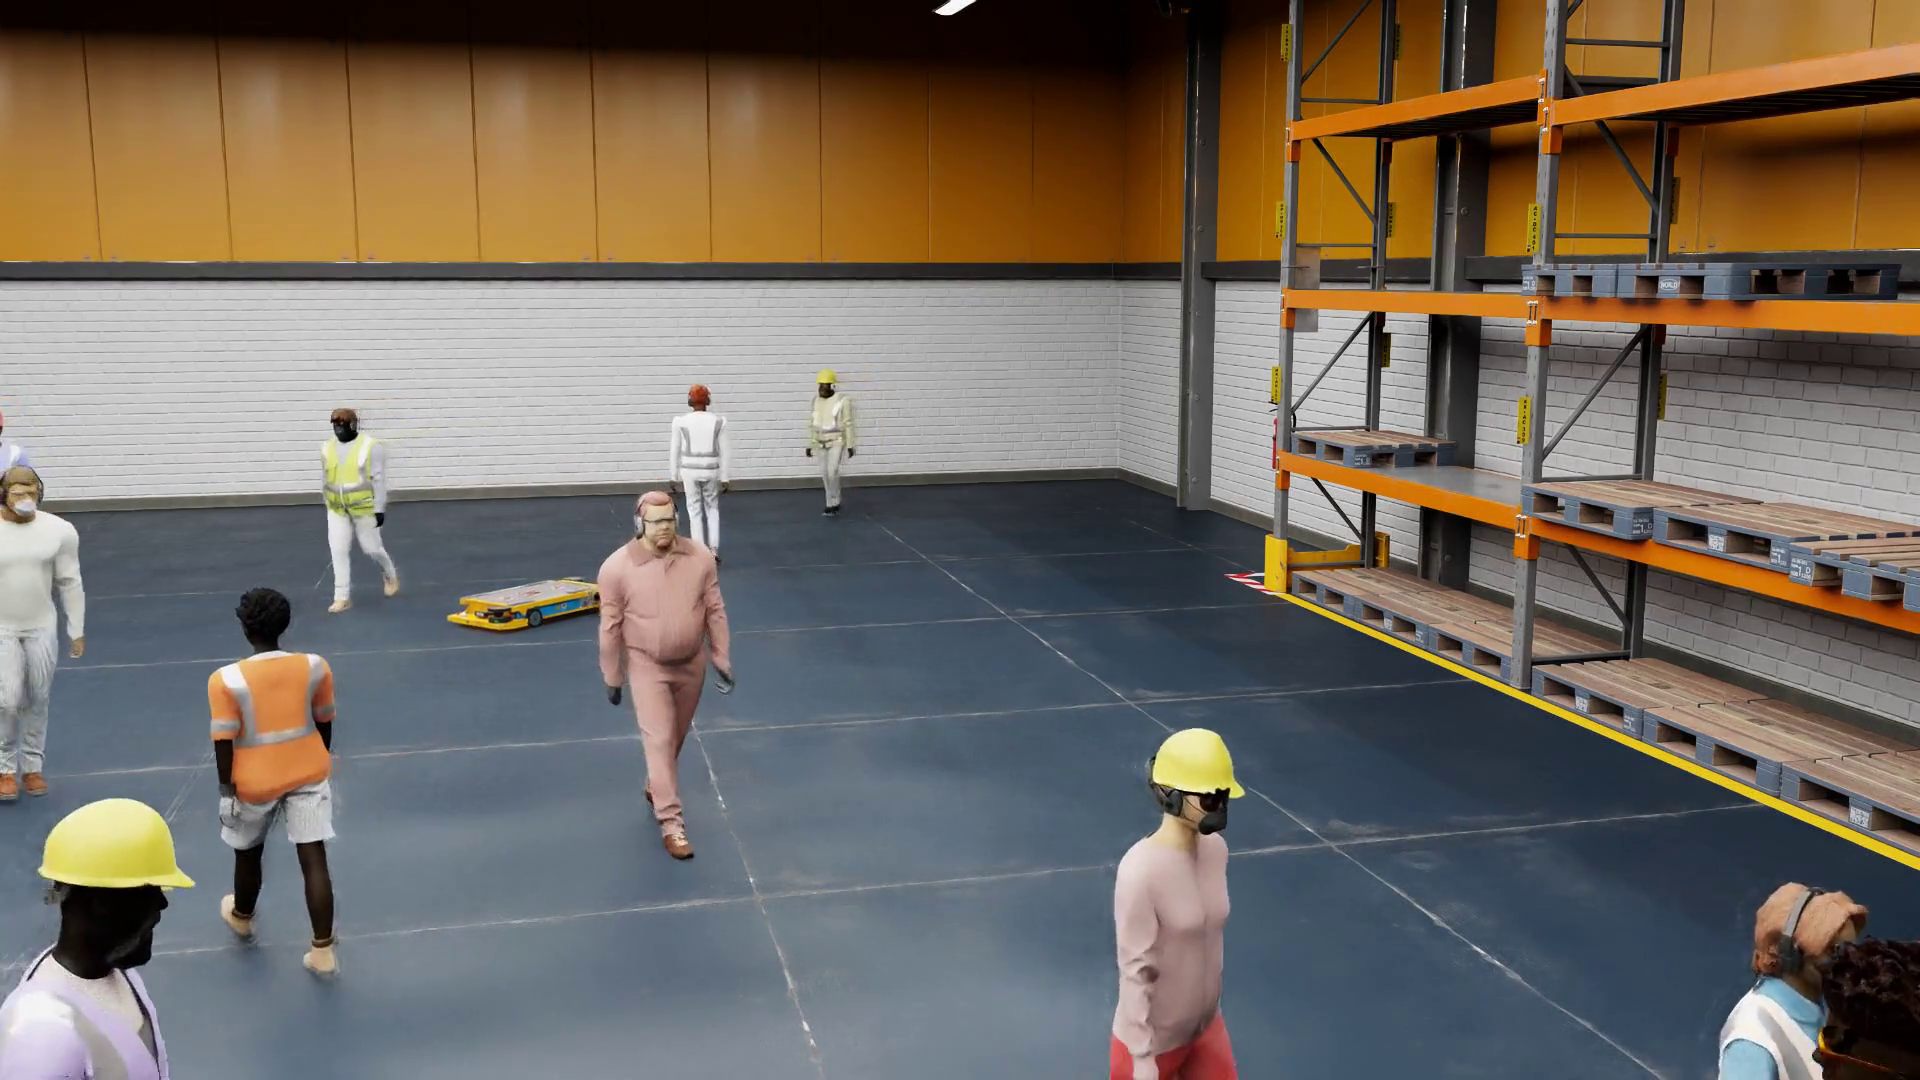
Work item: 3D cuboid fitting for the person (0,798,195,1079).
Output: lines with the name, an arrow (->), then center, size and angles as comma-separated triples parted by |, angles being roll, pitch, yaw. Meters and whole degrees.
person -> -1.867, 1.482, 3.494 | 0.569, 1.896, 0.598 | -3, 9, -16

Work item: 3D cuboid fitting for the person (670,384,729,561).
person -> -2.653, -0.649, 16.923 | 0.580, 1.867, 0.431 | -3, 10, -18

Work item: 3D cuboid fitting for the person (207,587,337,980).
person -> -2.968, 1.017, 7.180 | 0.554, 1.646, 0.892 | -8, 12, -40

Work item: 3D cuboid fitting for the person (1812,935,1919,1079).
person -> 1.576, 1.595, 2.717 | 0.943, 1.934, 0.610 | 7, 11, 37

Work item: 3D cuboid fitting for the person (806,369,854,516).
person -> -1.638, -1.184, 20.395 | 0.627, 1.814, 0.539 | 5, 10, 28

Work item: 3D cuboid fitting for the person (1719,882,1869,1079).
person -> 1.874, 1.564, 3.938 | 0.535, 1.599, 0.854 | -8, 12, -42

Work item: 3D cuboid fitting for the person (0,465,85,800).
person -> -5.287, 0.529, 9.408 | 0.566, 1.912, 0.647 | 9, 13, 44

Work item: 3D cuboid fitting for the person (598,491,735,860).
person -> -1.566, 0.657, 8.806 | 0.642, 1.867, 0.966 | -6, 11, -33

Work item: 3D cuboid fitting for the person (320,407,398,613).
person -> -5.386, -0.295, 14.876 | 0.631, 1.816, 0.796 | 1, 9, 6

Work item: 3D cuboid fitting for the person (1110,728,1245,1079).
person -> 0.544, 1.364, 4.755 | 0.802, 1.736, 0.529 | 9, 12, 43

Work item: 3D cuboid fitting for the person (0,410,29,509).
person -> -8.206, -0.214, 14.170 | 0.545, 1.890, 1.037 | -3, 10, -19

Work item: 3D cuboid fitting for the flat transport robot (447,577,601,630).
flat transport robot -> -3.670, 0.541, 14.452 | 0.652, 0.197, 1.431 | 6, 11, 33
